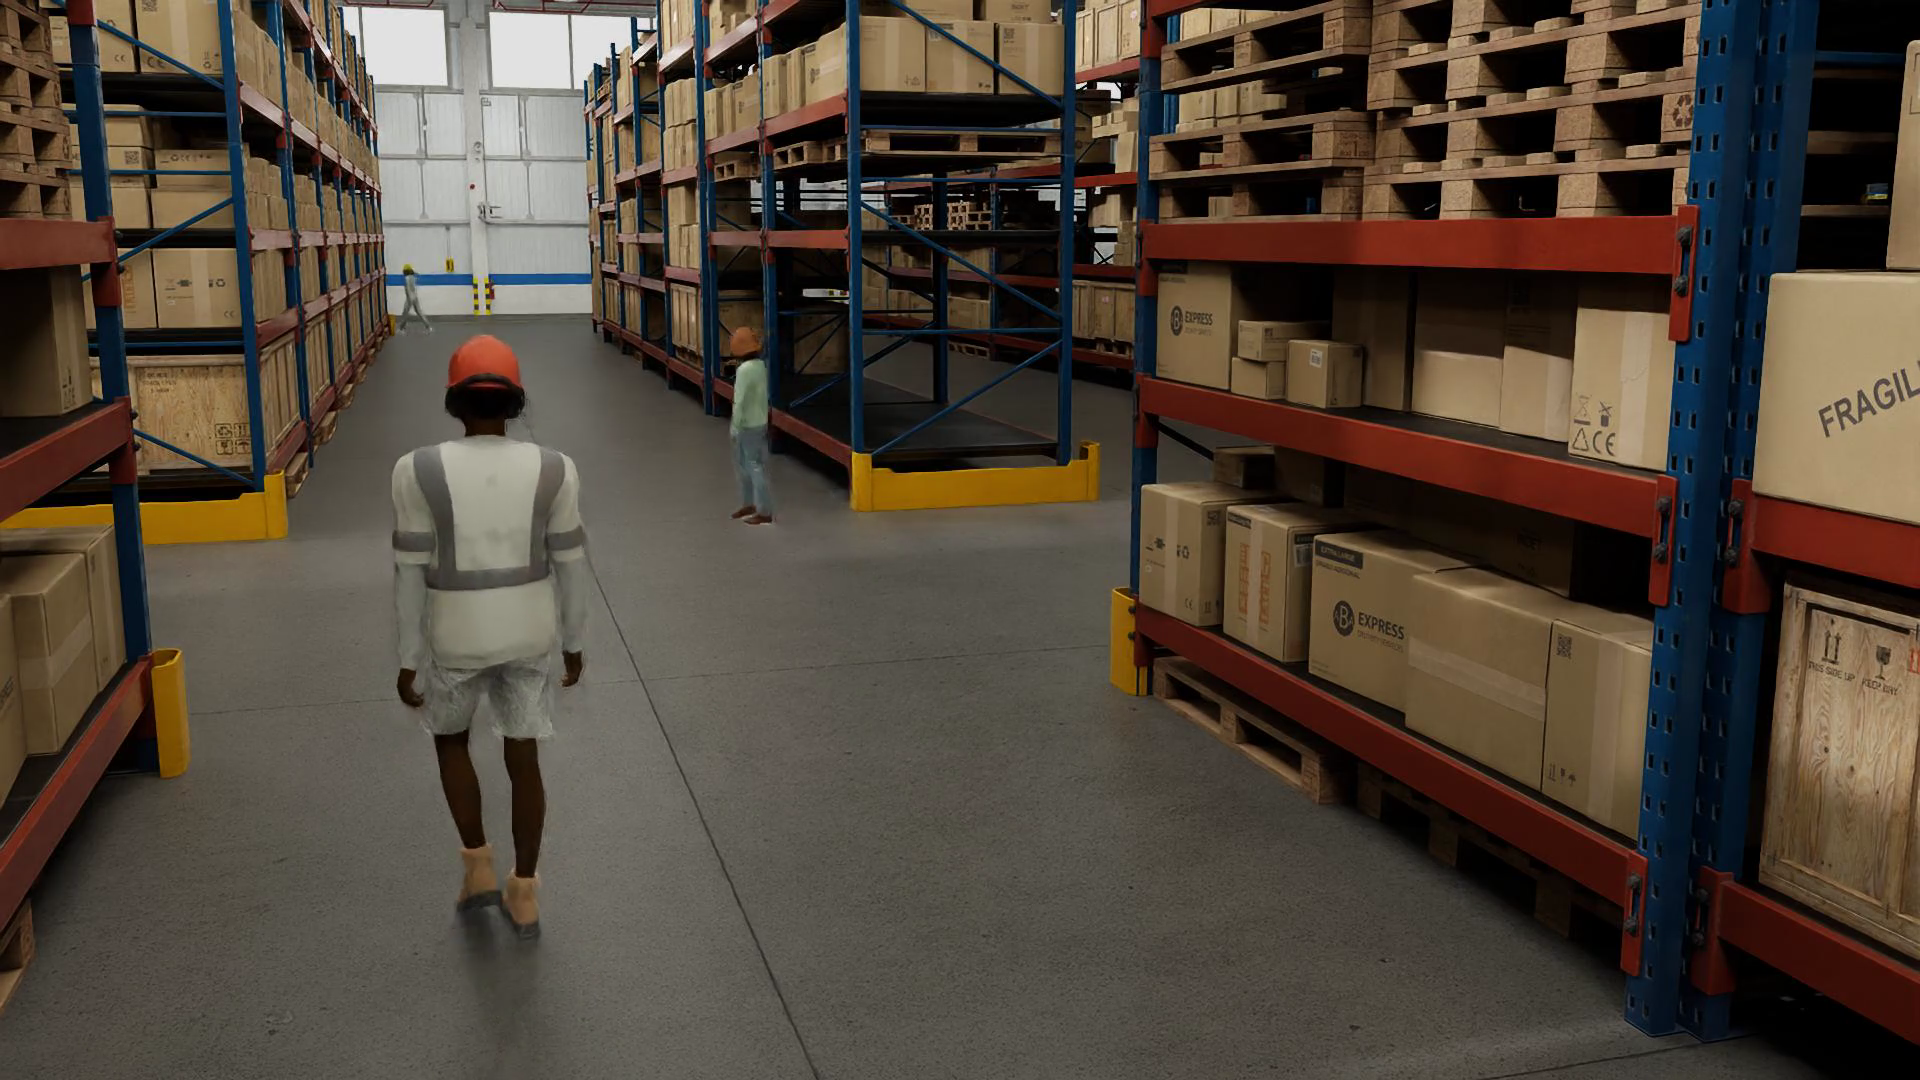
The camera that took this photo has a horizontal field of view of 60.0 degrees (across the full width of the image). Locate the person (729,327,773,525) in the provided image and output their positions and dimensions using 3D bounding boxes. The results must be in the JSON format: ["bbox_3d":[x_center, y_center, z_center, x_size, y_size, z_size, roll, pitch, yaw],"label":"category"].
[{"bbox_3d":[-1.768,-0.924,13.595,0.559,1.615,0.536,2,11,12],"label":"person"}]

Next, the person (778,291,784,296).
[{"bbox_3d":[-4.225,-5.512,38.193,0.645,1.827,0.462,-3,11,-17],"label":"person"}]

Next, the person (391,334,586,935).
[{"bbox_3d":[-1.583,0.326,5.621,0.648,2.022,0.501,-5,11,-25],"label":"person"}]

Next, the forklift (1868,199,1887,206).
[{"bbox_3d":[11.338,-2.915,21.052,1.129,2.768,1.873,-3,11,-17],"label":"forklift"}]

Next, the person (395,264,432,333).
[{"bbox_3d":[-13.374,-5.903,40.666,0.892,1.701,0.497,1,10,6],"label":"person"}]
